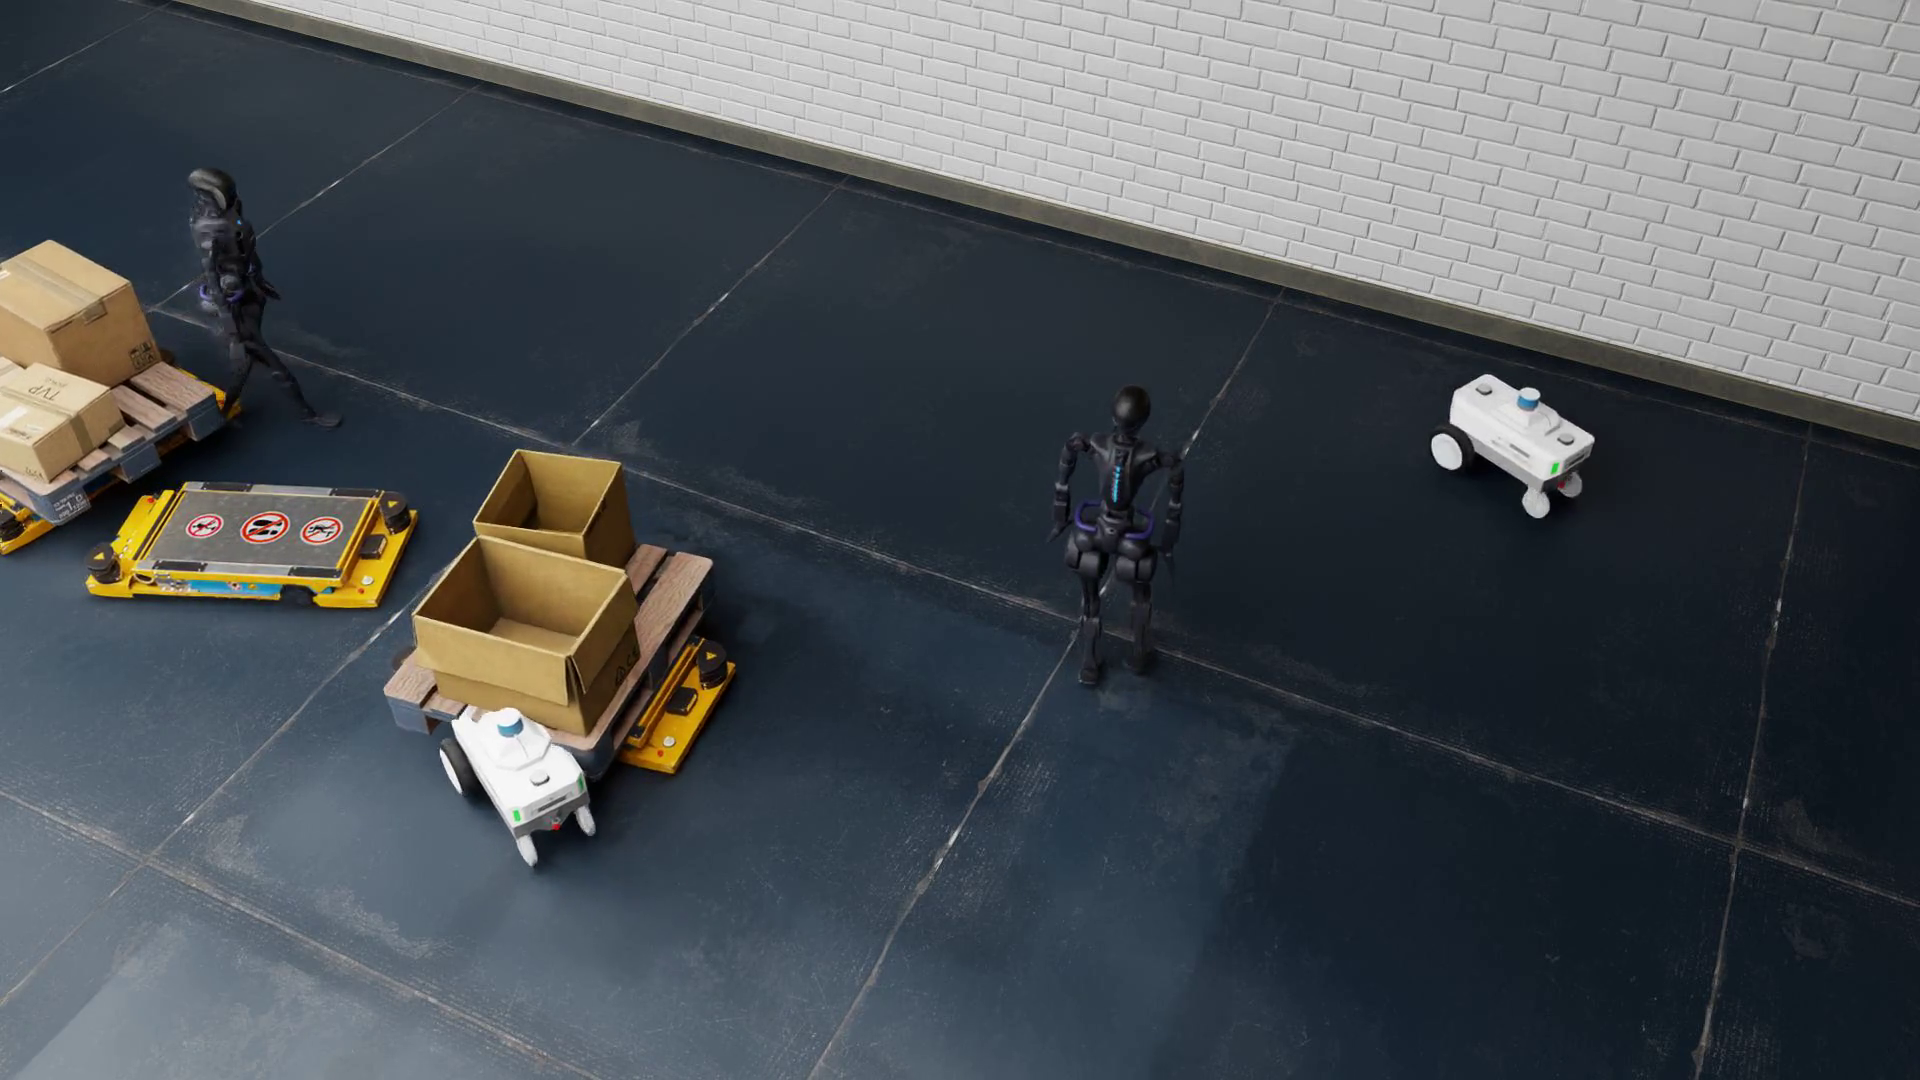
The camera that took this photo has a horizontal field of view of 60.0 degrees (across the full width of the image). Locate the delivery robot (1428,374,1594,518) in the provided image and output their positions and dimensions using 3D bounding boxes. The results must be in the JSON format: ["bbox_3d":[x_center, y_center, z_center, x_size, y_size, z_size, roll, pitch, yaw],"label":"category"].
[{"bbox_3d":[2.869,-0.532,8.629,0.499,0.608,0.799,-28,50,-27],"label":"delivery robot"}]

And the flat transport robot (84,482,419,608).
[{"bbox_3d":[-3.492,0.021,8.232,1.431,0.231,0.659,3,43,3],"label":"flat transport robot"}]

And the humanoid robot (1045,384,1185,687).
[{"bbox_3d":[0.658,-0.018,7.239,0.590,1.654,0.363,9,44,10],"label":"humanoid robot"}]

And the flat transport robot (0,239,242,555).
[{"bbox_3d":[-4.616,-0.495,8.790,0.659,0.231,1.431,25,48,25],"label":"flat transport robot"}]

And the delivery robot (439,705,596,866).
[{"bbox_3d":[-1.872,0.935,7.049,0.499,0.613,0.807,-25,49,-25],"label":"delivery robot"}]

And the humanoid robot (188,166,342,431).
[{"bbox_3d":[-3.742,-1.209,8.572,0.649,1.644,0.608,-3,43,-3],"label":"humanoid robot"}]

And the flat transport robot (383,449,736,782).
[{"bbox_3d":[-1.818,0.612,7.595,1.431,0.231,0.659,13,44,14],"label":"flat transport robot"}]
